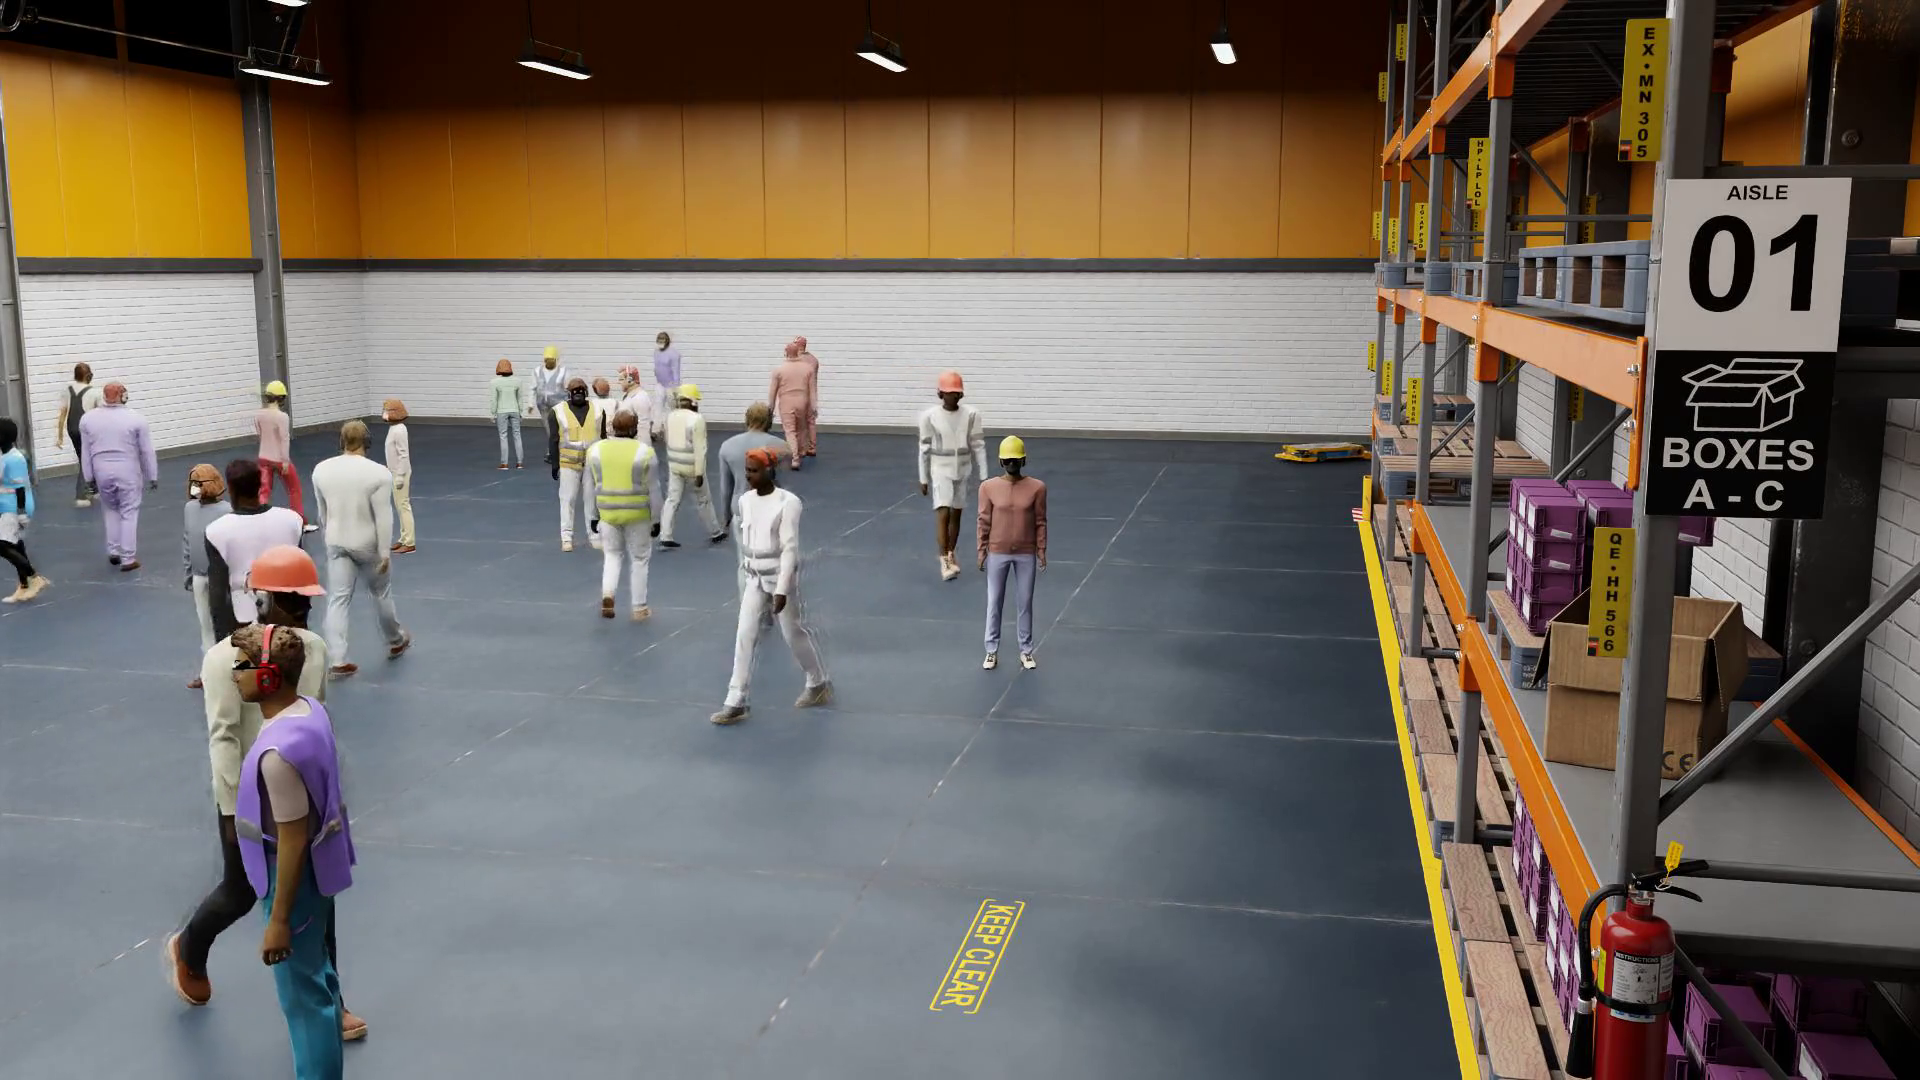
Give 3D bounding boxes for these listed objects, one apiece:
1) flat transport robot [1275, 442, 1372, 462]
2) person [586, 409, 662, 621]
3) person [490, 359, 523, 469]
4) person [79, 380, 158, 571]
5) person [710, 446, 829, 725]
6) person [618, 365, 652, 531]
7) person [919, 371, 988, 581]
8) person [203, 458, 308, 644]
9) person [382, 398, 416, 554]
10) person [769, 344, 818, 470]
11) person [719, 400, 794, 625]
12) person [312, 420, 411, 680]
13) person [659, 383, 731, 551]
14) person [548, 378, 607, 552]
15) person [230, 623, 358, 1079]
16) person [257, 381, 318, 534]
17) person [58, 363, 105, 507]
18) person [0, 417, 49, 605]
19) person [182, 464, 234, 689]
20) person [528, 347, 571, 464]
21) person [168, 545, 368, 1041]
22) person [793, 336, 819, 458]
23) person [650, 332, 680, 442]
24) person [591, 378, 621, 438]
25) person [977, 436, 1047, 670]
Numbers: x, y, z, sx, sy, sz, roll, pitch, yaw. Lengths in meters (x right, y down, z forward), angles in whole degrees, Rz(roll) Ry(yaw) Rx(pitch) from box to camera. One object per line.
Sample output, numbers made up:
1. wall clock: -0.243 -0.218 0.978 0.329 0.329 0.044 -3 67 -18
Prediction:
1. flat transport robot: 5.663 -1.373 25.803 1.431 0.197 0.652 -5 11 -27
2. person: -2.825 -0.194 14.028 0.648 1.826 0.520 1 9 6
3. person: -6.715 -1.862 24.653 0.500 1.634 0.286 -6 11 -33
4. person: -8.334 -0.646 16.558 0.677 1.884 0.583 -1 9 -7
5. person: -1.256 0.279 11.167 0.577 1.843 0.972 7 12 36
6. person: -3.685 -1.017 18.767 0.400 1.901 0.643 -4 10 -21
7. person: -0.039 -0.608 16.001 0.635 2.005 0.937 -3 10 -18
8. person: -4.111 0.466 9.823 0.607 1.900 0.601 9 13 43
9. person: -5.907 -0.671 17.477 0.274 1.633 0.507 -5 11 -26
10. person: -2.498 -1.983 24.719 0.688 1.852 1.003 -4 10 -22
11. person: -1.677 -0.199 13.775 0.653 1.922 0.440 1 9 6
12. person: -4.484 0.043 12.442 0.630 1.885 0.996 0 9 3
13. person: -2.894 -0.783 17.751 0.601 1.770 0.957 6 11 33
14. person: -4.025 -0.798 17.624 0.634 1.841 0.429 -4 10 -25
15. person: -2.254 1.186 5.655 0.386 1.845 0.567 -3 10 -16
16. person: -7.559 -0.898 18.546 0.539 1.738 0.801 5 11 26
17. person: -11.042 -1.329 21.011 0.539 1.788 0.983 0 9 0
18. person: -8.440 -0.251 14.789 0.368 1.680 0.542 -7 12 -37
19. person: -5.317 0.267 11.828 0.498 1.634 0.278 4 10 21
20. person: -6.291 -2.076 25.539 0.591 1.776 0.963 1 9 6
21. person: -2.782 0.979 6.592 0.911 1.960 0.623 5 11 28
22. person: -2.502 -2.241 26.119 0.399 1.907 0.644 7 12 36
23. person: -5.016 -2.608 28.415 0.643 1.873 1.000 6 11 34
24. person: -4.514 -1.245 21.051 0.530 1.596 0.851 -8 13 -41
25. person: 0.392 0.100 12.441 0.533 1.767 0.325 0 9 -3
